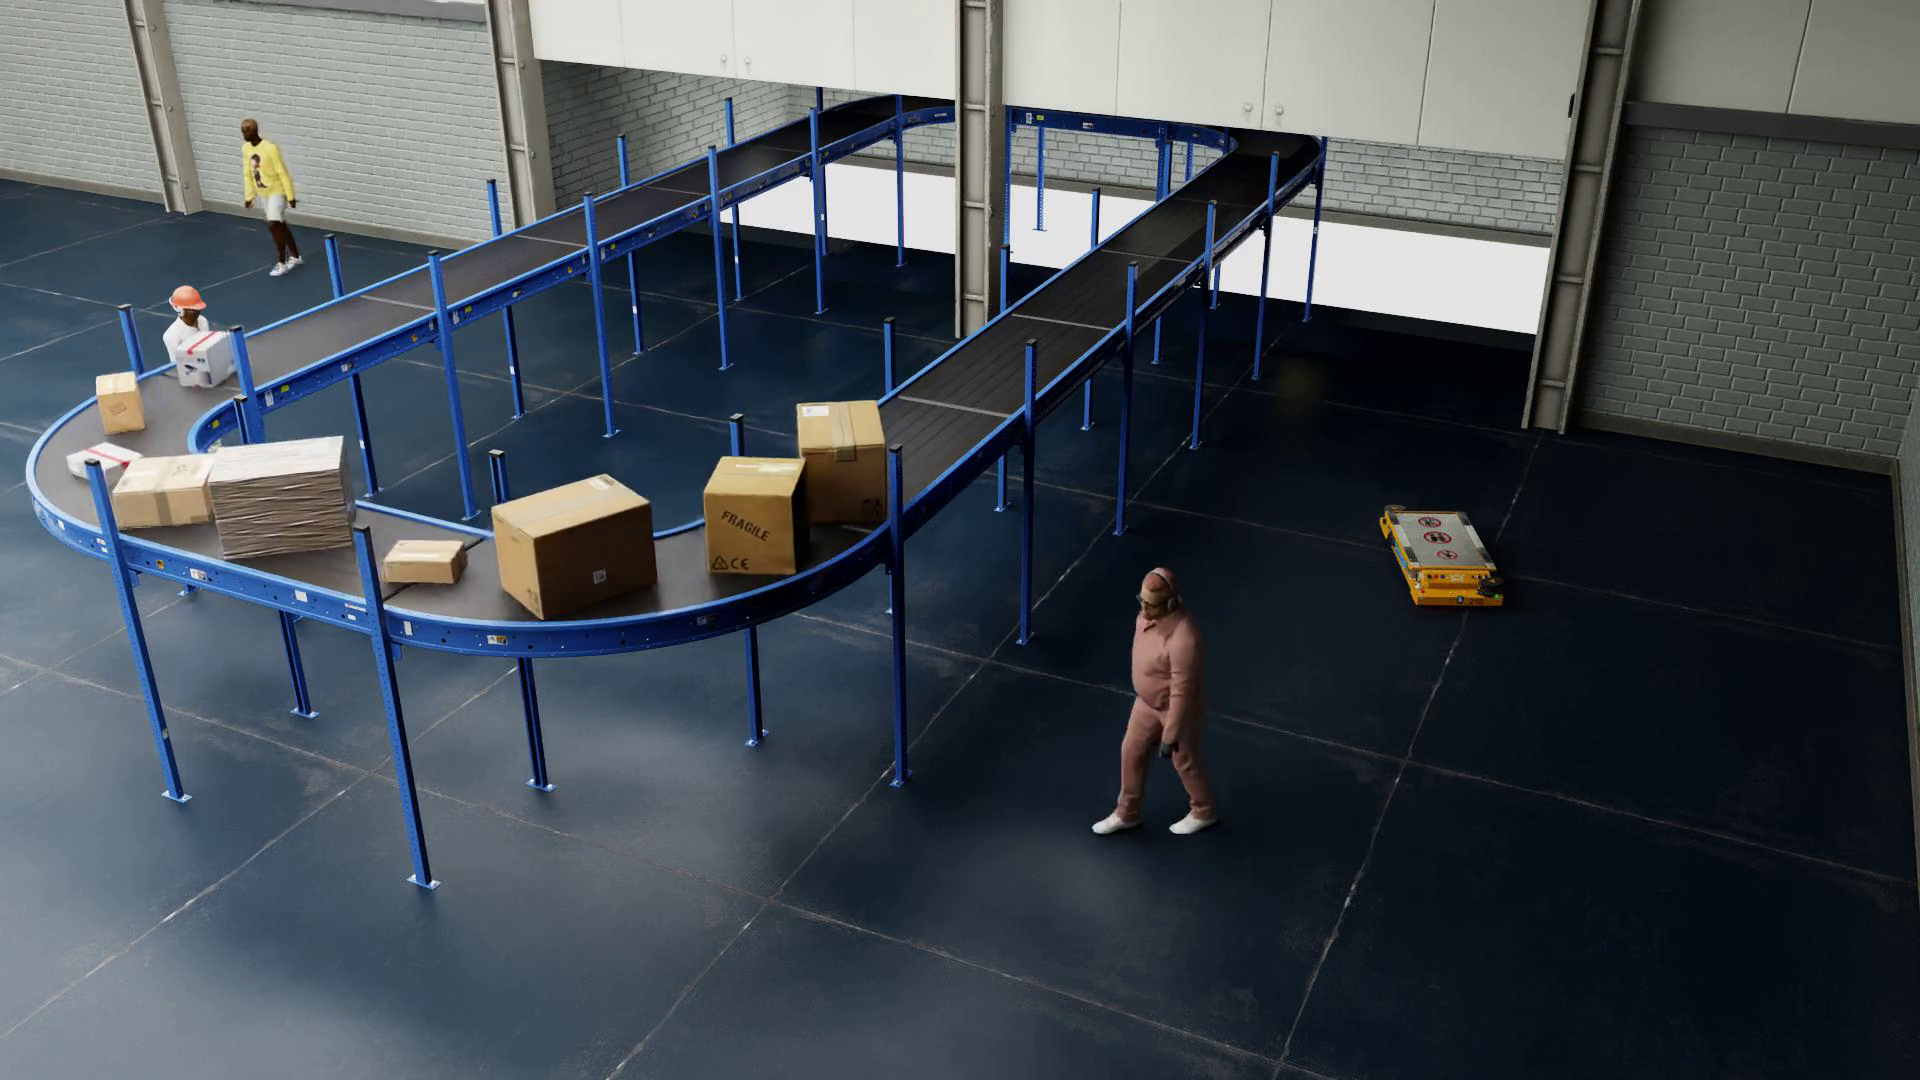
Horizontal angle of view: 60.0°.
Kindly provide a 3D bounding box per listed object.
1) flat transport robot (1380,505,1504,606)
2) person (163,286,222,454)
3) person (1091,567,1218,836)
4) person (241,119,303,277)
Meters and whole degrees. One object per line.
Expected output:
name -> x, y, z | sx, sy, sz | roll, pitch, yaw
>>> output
flat transport robot -> 3.817, 0.115, 13.244 | 0.659, 0.231, 1.431 | 1, 26, 1
person -> -6.652, -1.388, 14.605 | 0.344, 1.746, 0.572 | 3, 27, 6
person -> 1.179, 0.978, 9.717 | 0.892, 1.860, 0.665 | -10, 28, -20
person -> -8.328, -4.125, 19.994 | 0.559, 1.859, 0.770 | 12, 29, 24
